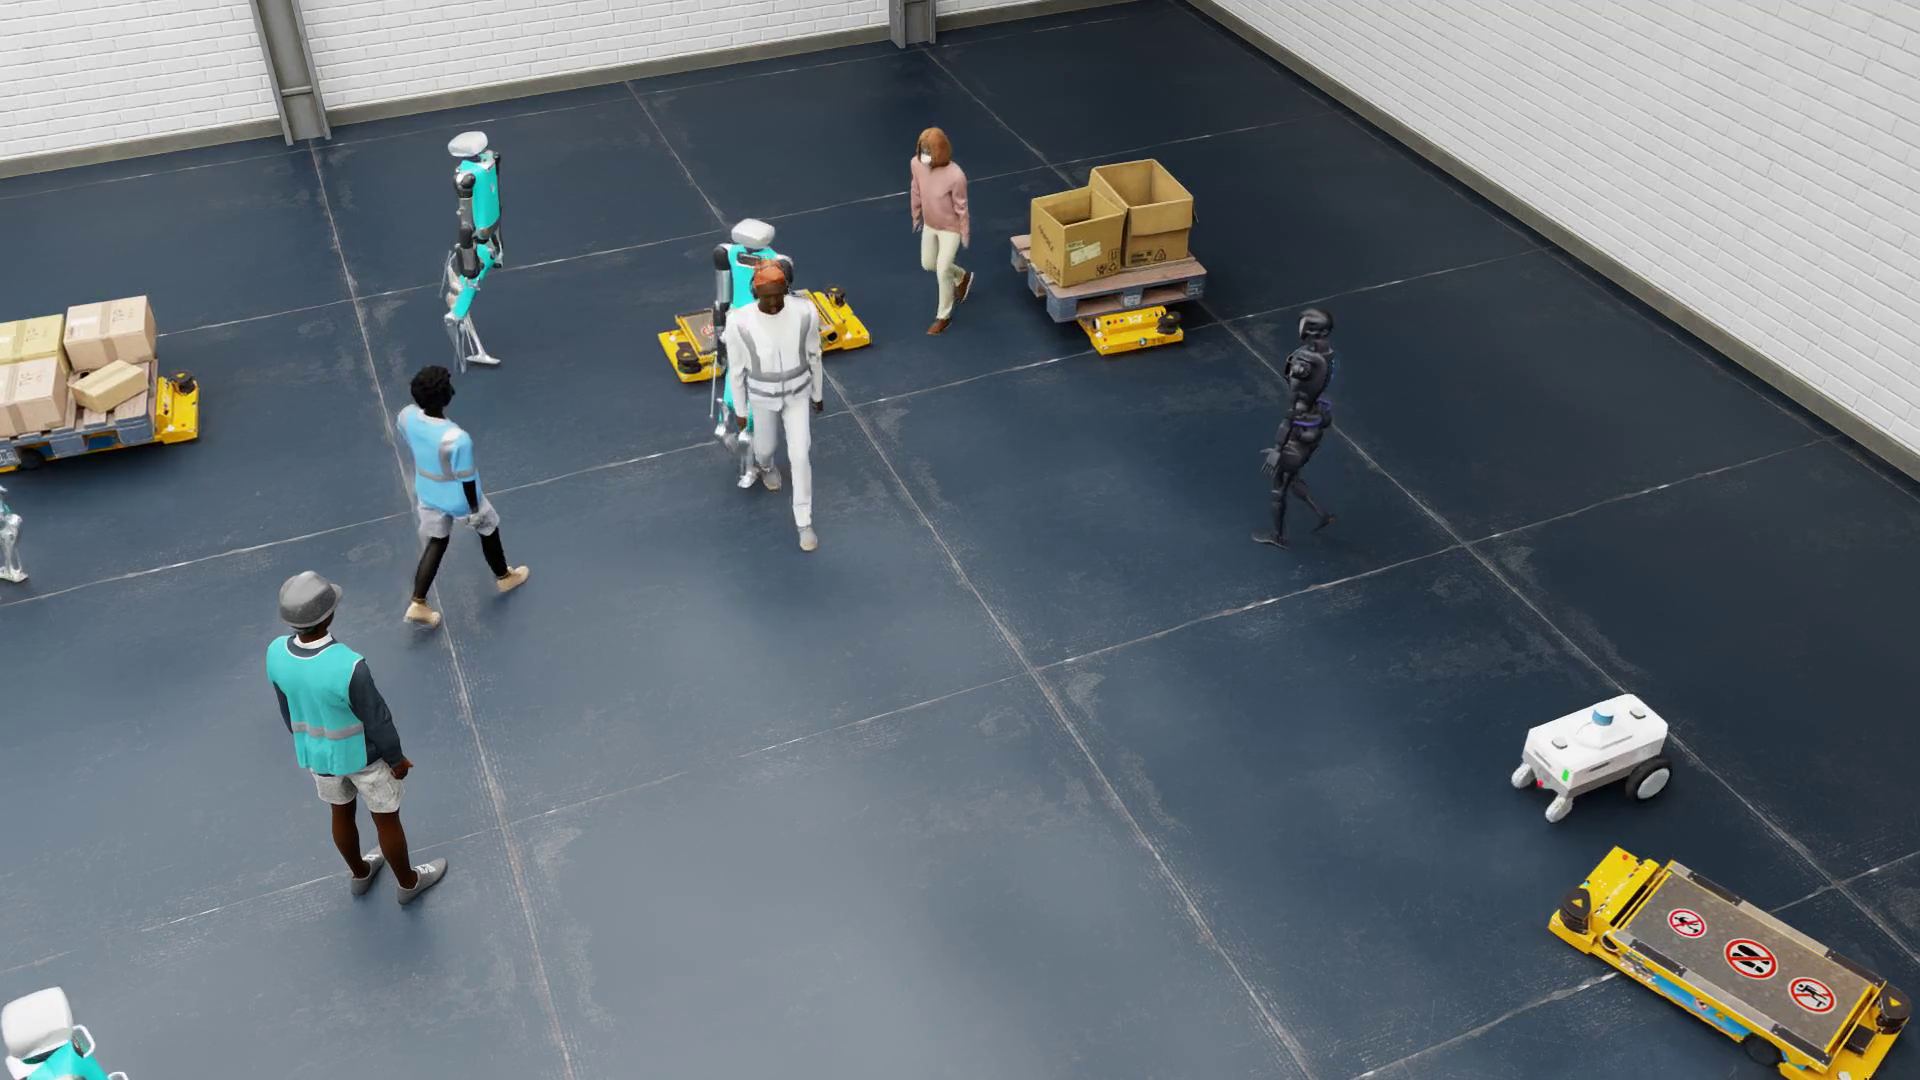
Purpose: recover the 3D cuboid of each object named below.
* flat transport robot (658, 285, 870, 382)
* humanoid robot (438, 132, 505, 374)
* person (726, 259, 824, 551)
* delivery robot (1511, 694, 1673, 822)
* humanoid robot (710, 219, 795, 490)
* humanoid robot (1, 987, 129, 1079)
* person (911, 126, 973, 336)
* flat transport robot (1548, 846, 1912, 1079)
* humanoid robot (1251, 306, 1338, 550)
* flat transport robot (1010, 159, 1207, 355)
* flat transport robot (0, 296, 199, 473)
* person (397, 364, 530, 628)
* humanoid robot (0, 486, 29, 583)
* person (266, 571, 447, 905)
[{"bbox_3d":[-1.447,-1.525,12.258,1.431,0.231,0.659,-14,40,-18],"label":"flat transport robot"},{"bbox_3d":[-3.512,-1.967,11.721,0.713,1.890,0.560,7,38,9],"label":"humanoid robot"},{"bbox_3d":[-1.121,-0.908,10.159,0.582,1.853,0.880,-10,39,-13],"label":"person"},{"bbox_3d":[3.277,1.080,8.609,0.739,0.566,0.499,-16,40,-20],"label":"delivery robot"},{"bbox_3d":[-1.371,-1.071,10.491,0.550,1.808,0.733,13,39,16],"label":"humanoid robot"},{"bbox_3d":[-2.930,2.215,6.228,0.718,1.823,0.538,-30,46,-33],"label":"humanoid robot"},{"bbox_3d":[-0.087,-2.325,12.192,0.515,1.604,0.583,27,45,31],"label":"person"},{"bbox_3d":[3.551,1.969,7.710,1.431,0.231,0.659,31,47,34],"label":"flat transport robot"},{"bbox_3d":[2.066,-0.628,9.937,0.438,1.649,0.609,19,42,23],"label":"humanoid robot"},{"bbox_3d":[1.124,-1.887,12.729,0.659,0.231,1.431,-12,39,-15],"label":"flat transport robot"},{"bbox_3d":[-5.964,-0.799,11.314,1.431,0.231,0.659,-12,39,-15],"label":"flat transport robot"},{"bbox_3d":[-2.921,-0.243,9.437,0.528,1.667,0.801,18,41,22],"label":"person"},{"bbox_3d":[-5.792,-0.339,9.523,0.787,1.787,0.543,7,38,9],"label":"humanoid robot"},{"bbox_3d":[-2.827,0.954,7.661,0.556,1.940,0.416,10,39,13],"label":"person"}]
